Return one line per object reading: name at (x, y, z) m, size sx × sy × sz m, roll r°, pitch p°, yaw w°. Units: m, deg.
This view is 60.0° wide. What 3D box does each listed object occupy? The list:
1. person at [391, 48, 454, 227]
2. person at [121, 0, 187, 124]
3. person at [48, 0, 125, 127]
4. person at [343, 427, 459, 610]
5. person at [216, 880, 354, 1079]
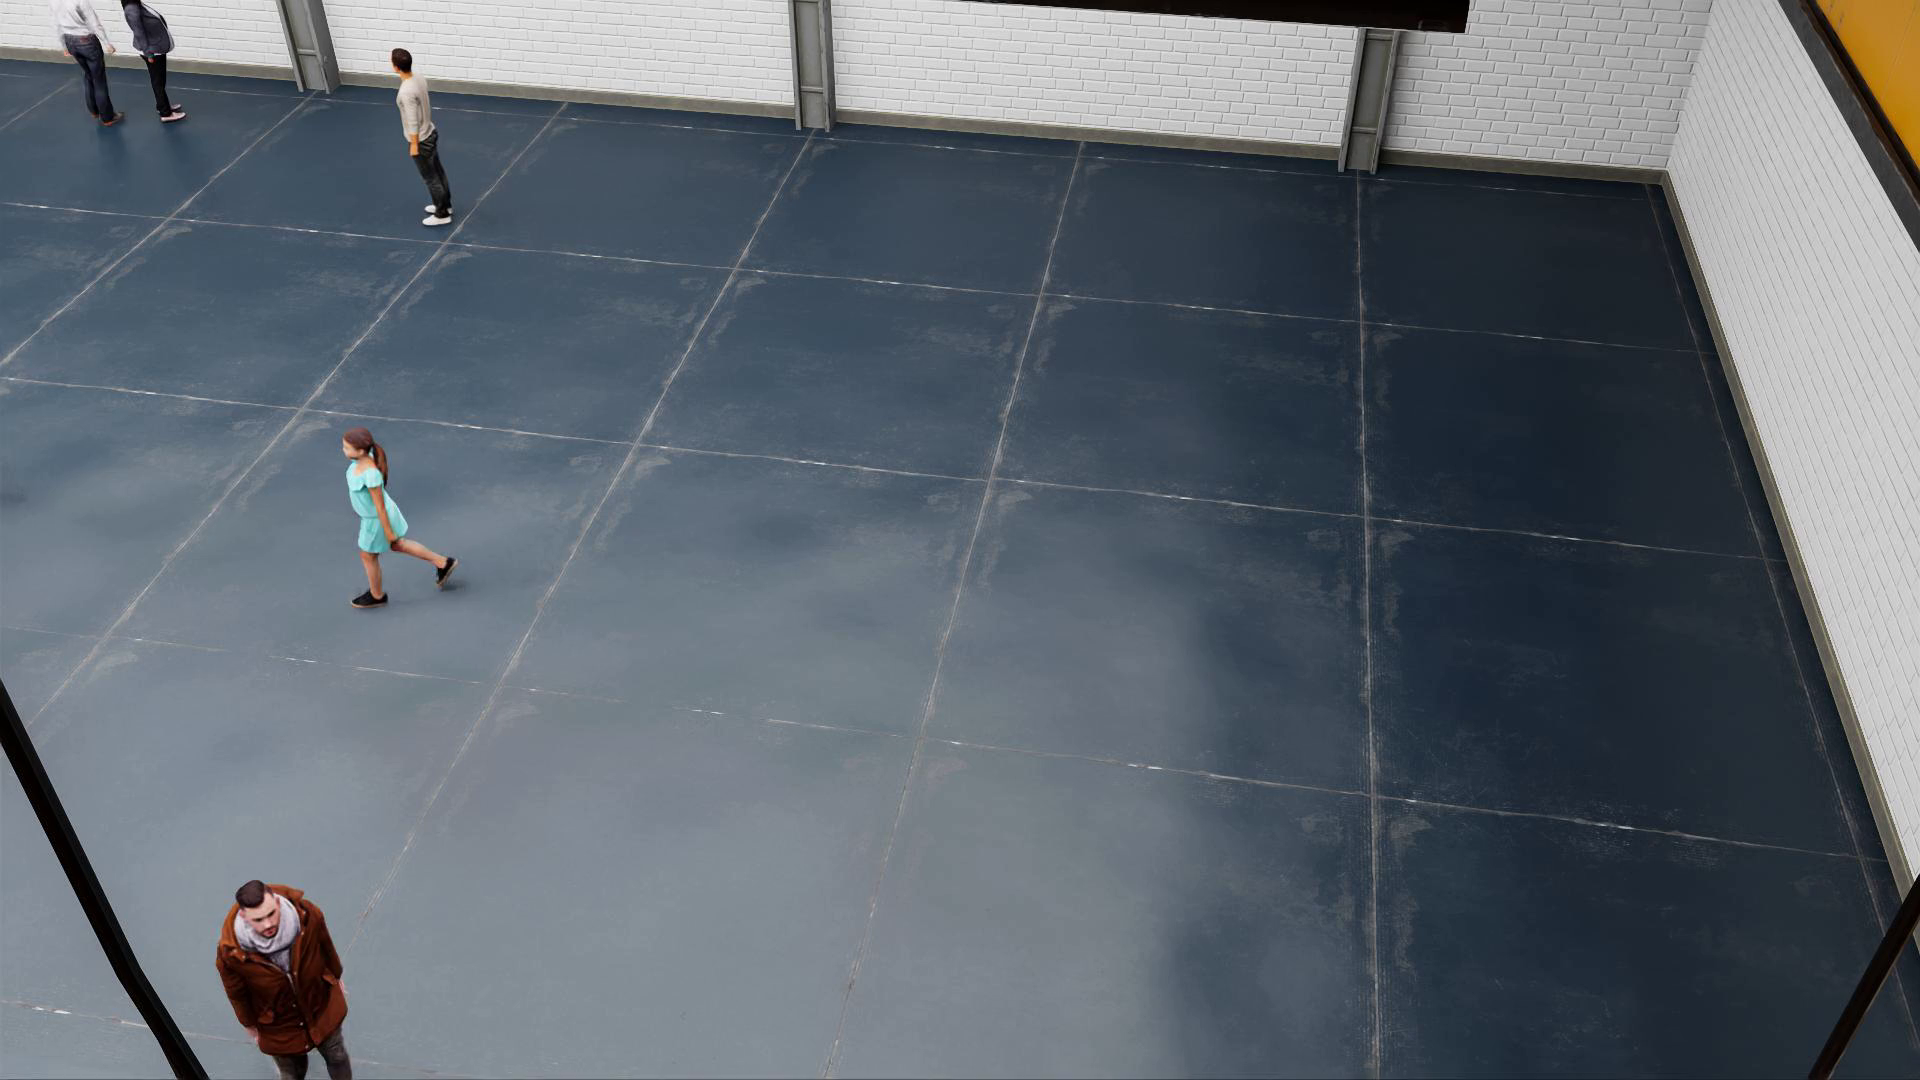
person at (-5.308, -3.997, 16.450) m, size 0.604 × 1.810 × 0.684 m, roll 0°, pitch 39°, yaw 0°
person at (-8.992, -5.454, 18.448) m, size 0.834 × 1.594 × 0.790 m, roll -17°, pitch 42°, yaw -20°
person at (-9.633, -5.394, 18.202) m, size 0.571 × 1.807 × 0.752 m, roll 11°, pitch 40°, yaw 14°
person at (-4.080, -0.181, 11.891) m, size 1.094 × 1.538 × 0.855 m, roll -11°, pitch 40°, yaw -13°
person at (-3.422, 2.348, 8.495) m, size 1.017 × 1.822 × 1.108 m, roll -30°, pitch 47°, yaw -32°
